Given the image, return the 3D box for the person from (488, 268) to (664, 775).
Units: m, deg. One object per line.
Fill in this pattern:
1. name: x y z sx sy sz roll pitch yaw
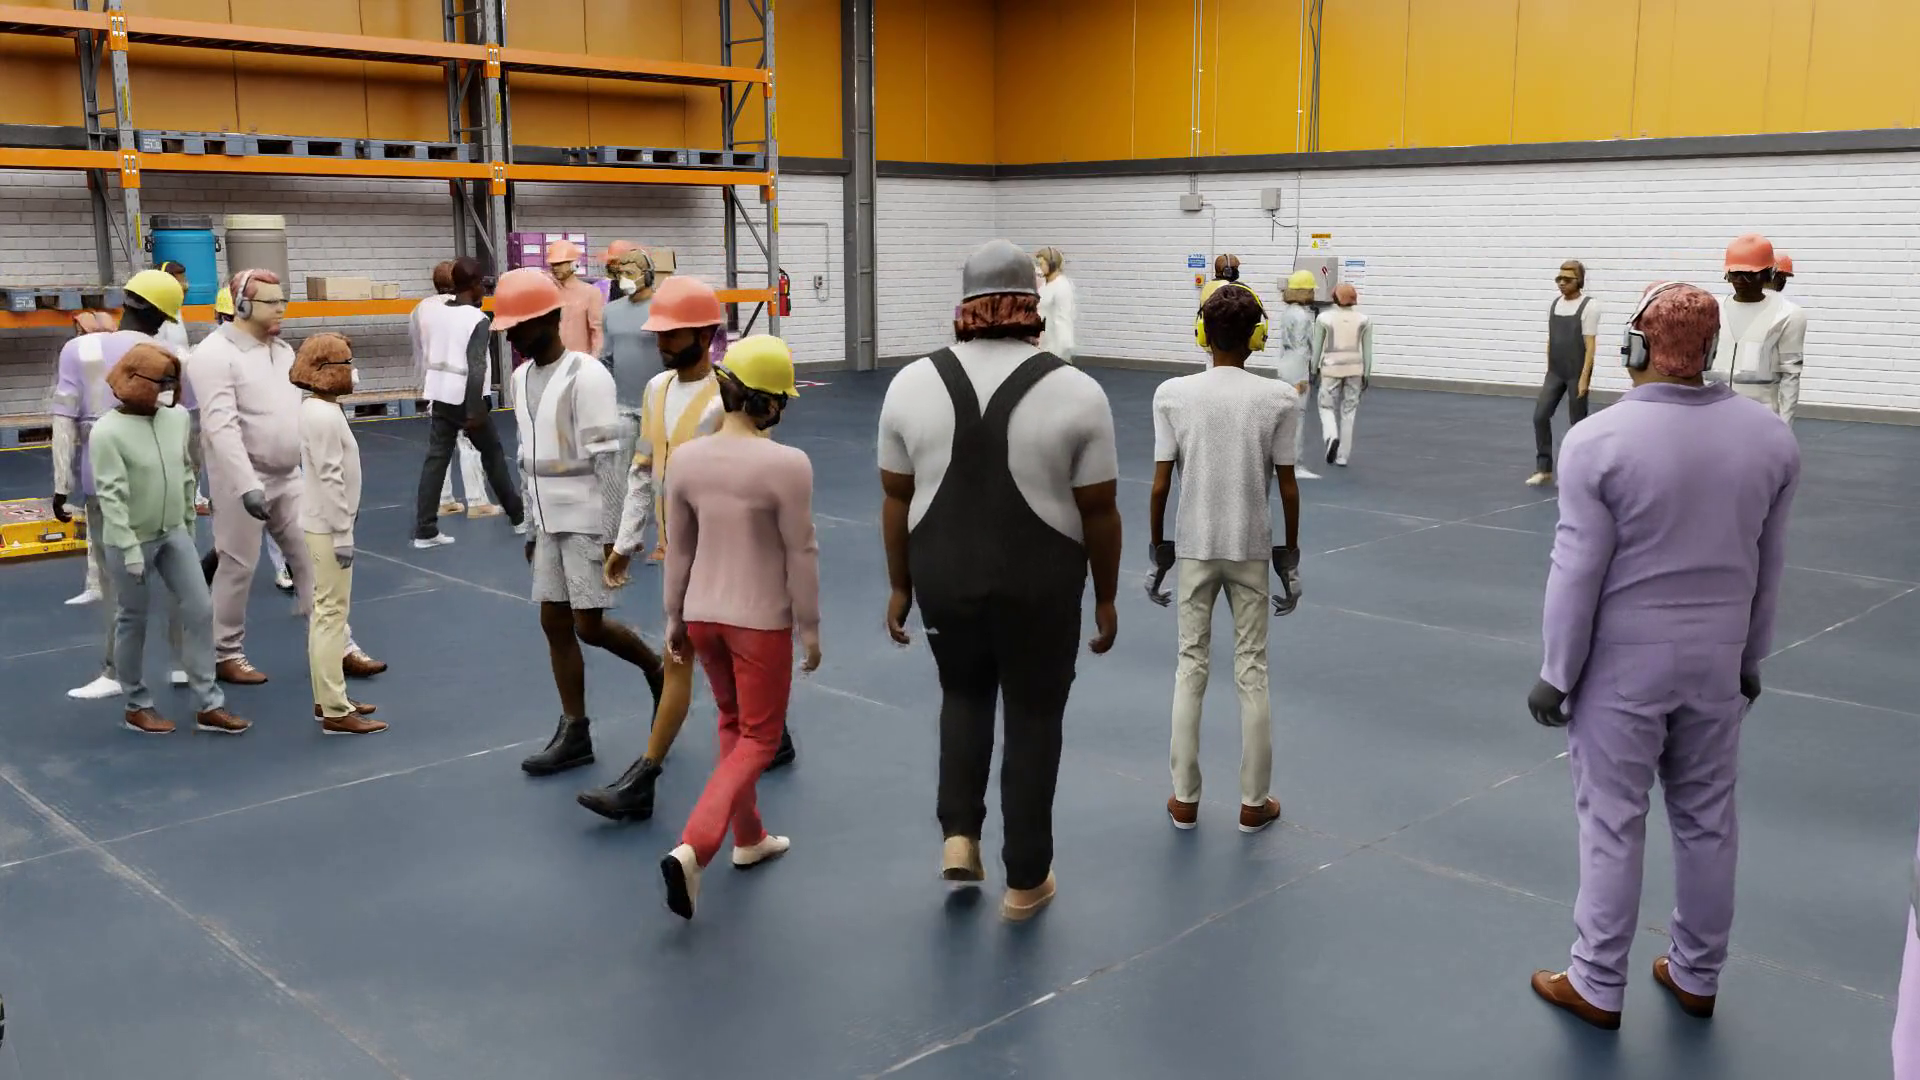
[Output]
1. person: -1.430 -0.078 6.338 0.588 1.906 0.650 9 14 41

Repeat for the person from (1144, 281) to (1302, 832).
1. person: 0.896 0.068 5.656 0.534 1.864 0.311 2 11 12

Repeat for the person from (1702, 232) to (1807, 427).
1. person: 4.276 -0.660 9.163 0.605 2.036 0.383 9 14 40

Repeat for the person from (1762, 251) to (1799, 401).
1. person: 6.516 -1.404 13.616 0.904 1.903 0.557 -5 12 -27

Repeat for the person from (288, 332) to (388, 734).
1. person: -2.555 -0.028 6.805 0.279 1.634 0.497 -5 11 -24

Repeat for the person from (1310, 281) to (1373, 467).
1. person: 3.321 -1.427 14.441 0.537 1.623 0.486 0 10 2

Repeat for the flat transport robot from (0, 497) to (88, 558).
1. flat transport robot: -6.170 -0.100 10.916 0.652 0.197 1.431 -10 15 -44

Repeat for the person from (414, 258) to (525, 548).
1. person: -3.226 -0.907 10.982 0.607 1.864 1.012 7 12 32

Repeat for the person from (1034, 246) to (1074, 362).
1. person: 0.806 -1.682 15.042 0.429 1.928 0.633 -3 11 -18

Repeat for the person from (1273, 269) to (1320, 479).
1. person: 2.822 -1.387 13.928 0.327 1.742 0.492 -2 11 -8

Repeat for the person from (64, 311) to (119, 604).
1. person: -4.619 -0.454 9.216 0.517 1.613 0.740 9 14 41

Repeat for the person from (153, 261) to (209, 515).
1. person: -5.722 -1.072 11.921 0.732 1.847 0.535 -3 11 -14

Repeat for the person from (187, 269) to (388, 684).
1. person: -3.070 -0.263 7.437 0.791 1.869 0.662 3 11 18

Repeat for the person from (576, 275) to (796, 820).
1. person: -0.958 0.008 5.928 1.025 1.883 0.549 -10 14 -42

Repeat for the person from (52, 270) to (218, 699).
1. person: -3.675 -0.241 7.343 0.697 1.874 0.374 -10 14 -43

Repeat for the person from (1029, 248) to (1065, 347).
1. person: 0.933 -2.108 17.445 0.492 1.887 0.662 -7 12 -33

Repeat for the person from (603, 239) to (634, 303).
1. person: -3.131 -1.844 15.750 0.537 1.983 0.634 -7 12 -33

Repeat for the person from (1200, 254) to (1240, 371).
1. person: 2.581 -1.861 16.233 0.429 1.842 0.633 -3 11 -18

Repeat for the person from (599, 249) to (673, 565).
1. person: -1.959 -0.814 10.263 0.631 1.940 0.372 5 11 25

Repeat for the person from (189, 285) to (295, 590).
1. person: -4.050 -0.558 9.403 0.544 1.744 0.680 -7 12 -32

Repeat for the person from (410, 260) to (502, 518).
1. person: -3.608 -1.073 11.936 0.626 1.846 0.429 4 11 22

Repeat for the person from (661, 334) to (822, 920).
1. person: -0.693 0.249 5.009 0.526 1.728 0.758 5 12 27

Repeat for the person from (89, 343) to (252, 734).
1. person: -3.162 0.017 6.620 0.682 1.600 0.519 4 11 22

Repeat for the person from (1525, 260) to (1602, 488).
1. person: 4.796 -1.299 13.208 0.640 1.822 0.513 -8 13 -36

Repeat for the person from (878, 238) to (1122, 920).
1. person: 0.140 0.107 4.962 0.708 2.000 0.541 3 11 15

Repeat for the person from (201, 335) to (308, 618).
1. person: -3.668 -0.353 8.532 0.798 1.663 0.531 -1 10 -7

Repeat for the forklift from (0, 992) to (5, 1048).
1. forklift: -3.245 0.323 3.363 2.313 2.155 1.214 2 11 13

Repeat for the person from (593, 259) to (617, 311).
1. person: -3.516 -1.966 16.682 0.970 1.875 0.572 -8 13 -38

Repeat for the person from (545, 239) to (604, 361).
1. person: -3.168 -1.422 13.443 0.644 1.989 0.445 2 11 10

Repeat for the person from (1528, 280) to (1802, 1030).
1. person: 1.763 0.302 4.259 0.636 1.911 0.404 -2 11 -10
